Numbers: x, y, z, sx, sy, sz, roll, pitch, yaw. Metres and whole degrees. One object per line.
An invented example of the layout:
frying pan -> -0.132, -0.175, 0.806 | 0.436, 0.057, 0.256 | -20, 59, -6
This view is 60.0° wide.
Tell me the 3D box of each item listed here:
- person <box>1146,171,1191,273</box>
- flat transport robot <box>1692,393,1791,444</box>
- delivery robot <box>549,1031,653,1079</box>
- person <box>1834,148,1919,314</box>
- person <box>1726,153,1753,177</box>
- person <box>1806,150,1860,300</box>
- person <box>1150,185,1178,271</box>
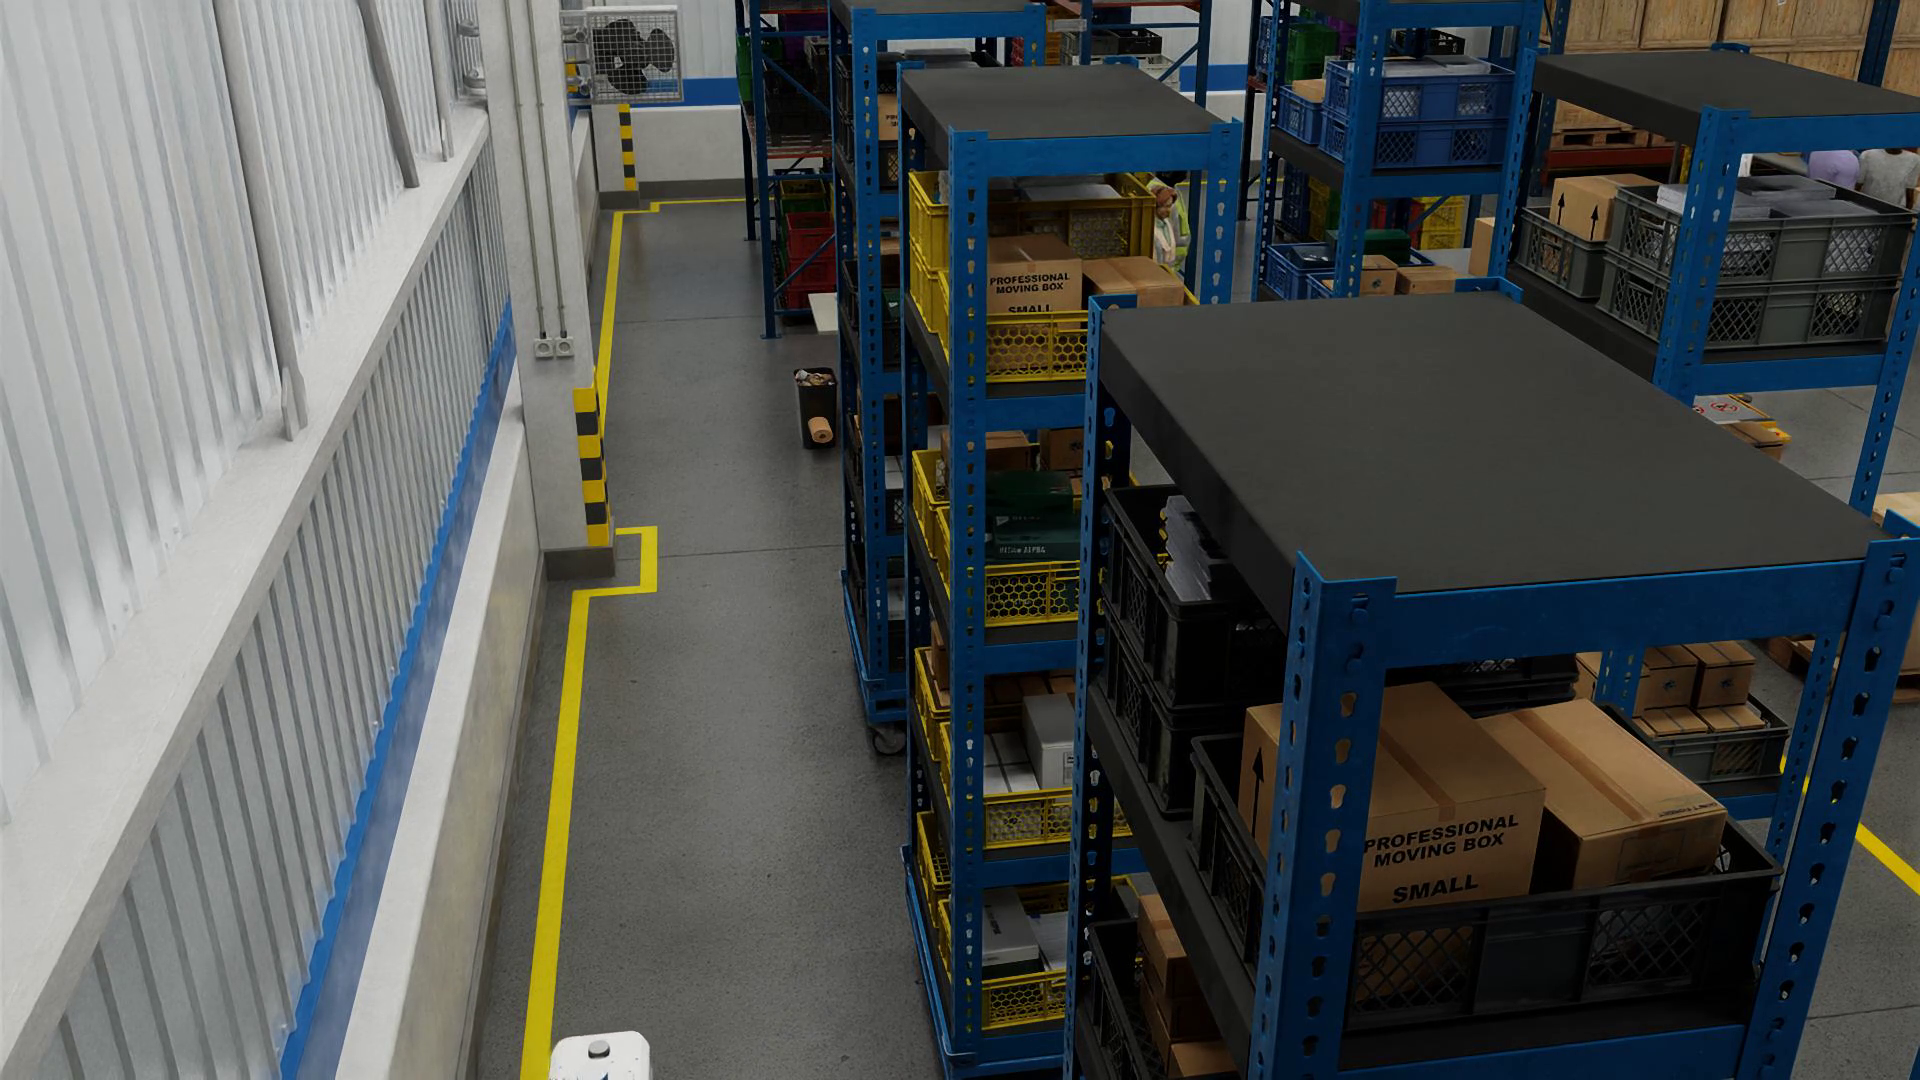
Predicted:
person -> 1.600, -2.191, 13.177 | 0.429, 1.836, 0.631 | 6, 25, 13
flat transport robot -> 5.224, -0.859, 12.132 | 1.431, 0.197, 0.652 | -4, 25, -8
delivery robot -> -1.208, 1.961, 5.558 | 0.477, 0.478, 0.707 | -4, 25, -8
person -> 7.852, -2.707, 14.258 | 0.520, 1.865, 0.321 | 12, 27, 24
person -> 6.854, -3.009, 14.908 | 0.579, 1.878, 0.359 | -19, 31, -35
person -> 7.318, -2.662, 14.072 | 0.370, 1.940, 0.631 | 0, 25, -1
person -> 1.479, -1.911, 12.792 | 0.310, 1.640, 0.514 | 14, 28, 28
